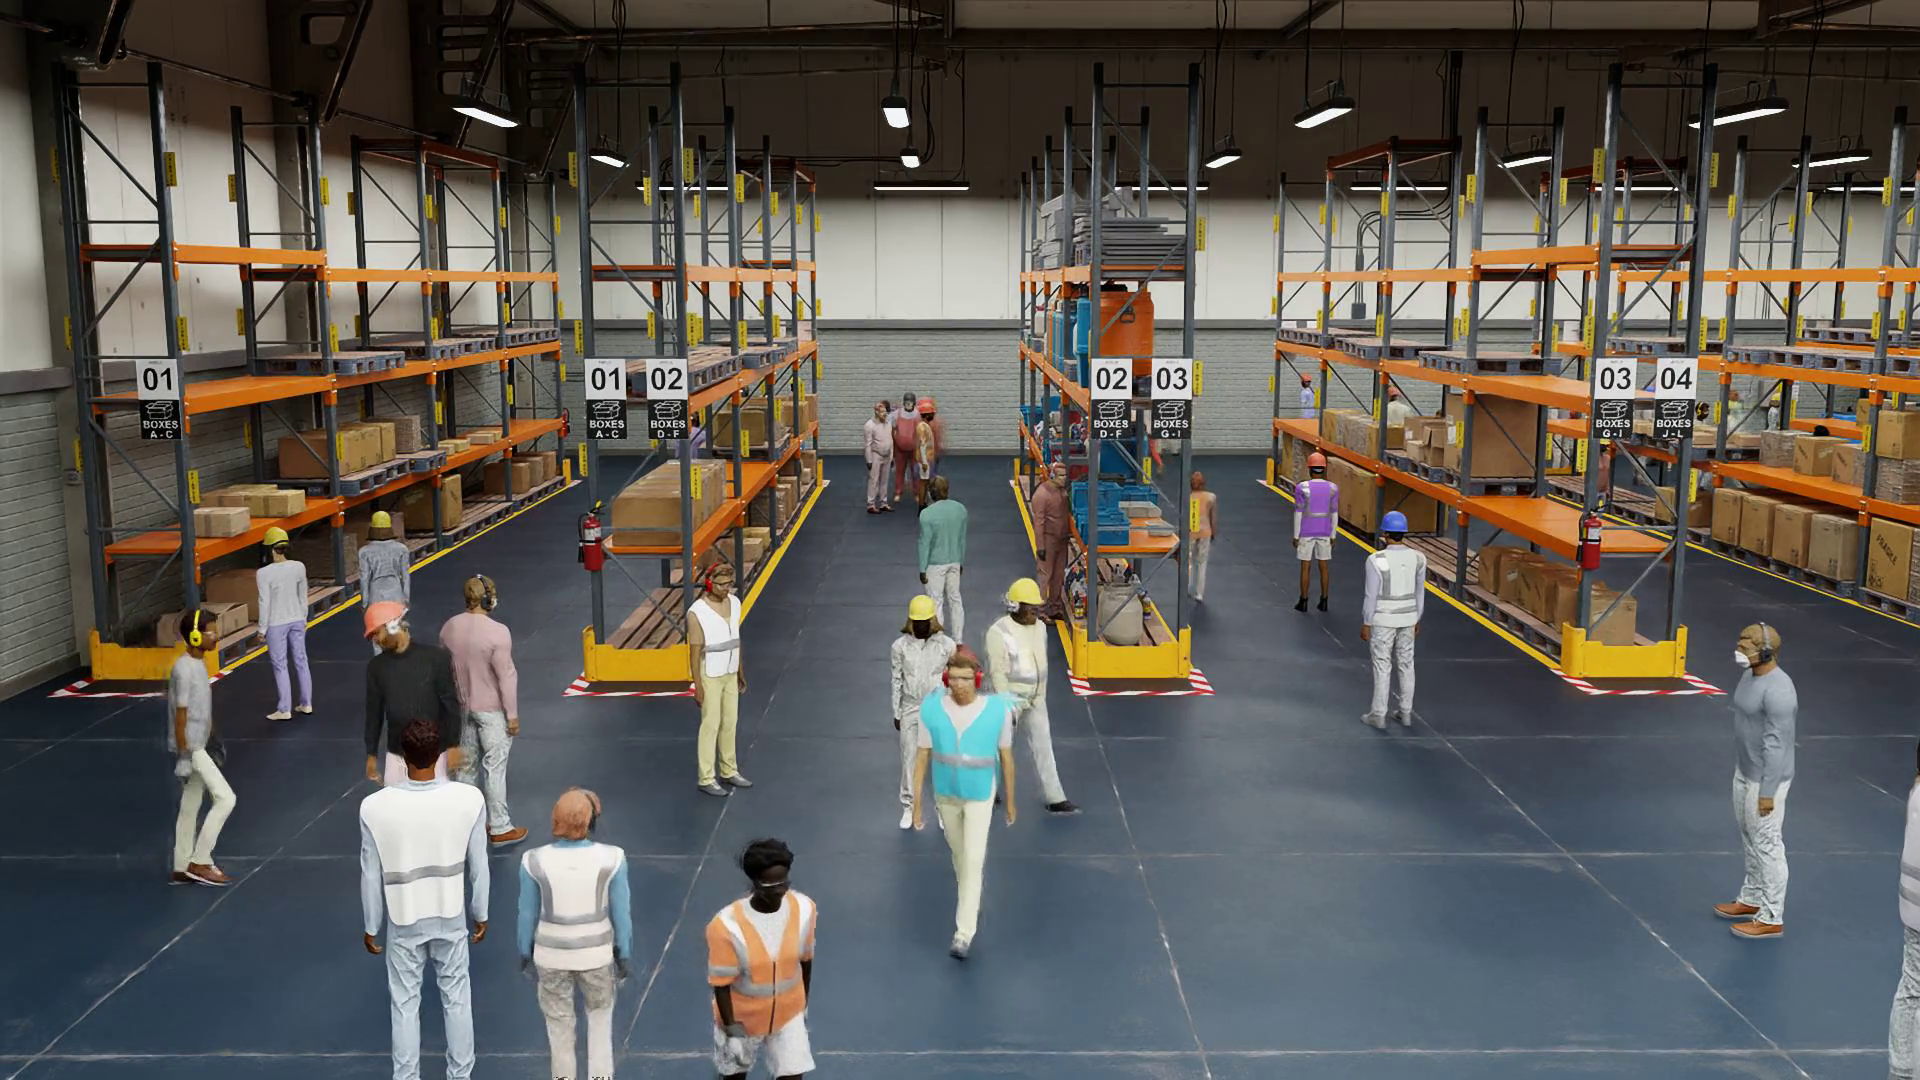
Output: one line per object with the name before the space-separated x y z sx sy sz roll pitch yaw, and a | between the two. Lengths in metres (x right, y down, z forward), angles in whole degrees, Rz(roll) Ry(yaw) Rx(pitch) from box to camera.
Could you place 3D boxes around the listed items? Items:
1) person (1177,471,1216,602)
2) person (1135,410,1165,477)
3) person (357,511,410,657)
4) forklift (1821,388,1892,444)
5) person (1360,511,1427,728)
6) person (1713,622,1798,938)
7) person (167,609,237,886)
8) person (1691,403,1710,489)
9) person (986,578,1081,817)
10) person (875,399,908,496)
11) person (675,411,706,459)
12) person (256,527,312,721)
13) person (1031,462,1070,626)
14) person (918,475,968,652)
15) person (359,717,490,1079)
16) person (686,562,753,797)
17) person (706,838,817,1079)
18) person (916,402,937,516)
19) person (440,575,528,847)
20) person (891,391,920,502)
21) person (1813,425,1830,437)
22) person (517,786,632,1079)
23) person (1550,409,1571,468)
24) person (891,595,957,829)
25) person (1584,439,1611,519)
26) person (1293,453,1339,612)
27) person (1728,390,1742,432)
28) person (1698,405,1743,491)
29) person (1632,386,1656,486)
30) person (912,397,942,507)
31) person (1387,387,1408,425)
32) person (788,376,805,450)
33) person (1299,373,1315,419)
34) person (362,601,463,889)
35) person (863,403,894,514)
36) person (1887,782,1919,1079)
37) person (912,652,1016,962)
person | 2.956 -0.057 20.877 0.521 1.618 0.642 0 9 -2
person | 3.823 -2.238 33.820 0.609 1.967 0.864 -6 10 -32
person | -5.649 0.584 16.337 0.487 1.744 0.312 -5 10 -29
forklift | 20.072 -3.110 36.462 1.873 2.768 1.129 0 9 0
person | 3.864 0.711 14.866 0.611 1.947 0.388 -3 9 -18
person | 4.882 1.455 10.163 0.380 1.931 0.624 1 9 8
person | -5.003 1.378 10.948 0.554 1.844 0.504 -3 9 -21
person | 13.049 -1.503 29.414 0.499 1.861 0.327 -9 12 -44
person | 0.469 1.172 12.435 0.587 1.784 0.901 -7 11 -37
person | -1.325 -1.717 30.920 0.652 1.813 0.683 7 12 40
person | -4.247 -1.104 26.574 0.635 1.937 0.353 4 10 27
person | -6.173 0.760 15.137 0.327 1.767 0.533 5 10 28
person | 1.096 0.038 19.376 0.400 1.900 0.647 6 11 34
person | -0.190 0.270 17.769 0.630 1.933 0.364 -7 11 -38
person | -2.557 1.801 7.996 0.592 1.912 0.386 -4 10 -25
person | -1.897 1.072 12.928 0.401 1.831 0.572 5 10 30
person | -0.863 2.053 7.214 0.524 1.644 0.842 -4 10 -26
person | -0.562 -1.373 28.302 0.355 1.939 0.552 1 9 6
person | -3.367 1.201 11.750 0.630 1.940 0.372 5 10 27
person | -0.922 -1.686 29.991 0.672 2.000 0.536 0 9 3
person | 13.731 -0.990 26.609 0.320 1.698 0.531 4 10 22
person | -1.814 1.969 7.822 0.531 1.626 0.396 -2 9 -12
person | 12.171 -2.220 33.719 0.613 1.947 0.388 -5 10 -30
person | -0.261 1.250 12.087 0.485 1.736 0.322 0 9 1
person | 9.421 -0.707 24.578 0.527 1.768 0.314 -5 10 -31
person | 4.285 -0.092 20.102 0.539 1.929 0.382 -1 9 -8
person | 16.817 -2.462 36.279 0.280 1.636 0.500 -6 11 -33
person | 14.242 -1.720 31.048 0.587 1.789 0.974 -6 11 -34
person | 13.385 -2.031 32.508 0.406 1.948 0.605 1 9 7
person | -0.589 -1.538 29.254 0.656 1.966 0.480 6 11 33
person | 8.373 -1.991 32.248 0.663 1.946 0.921 0 9 -1
person | -3.583 -2.636 36.465 0.369 1.927 0.587 3 9 16
person | 7.773 -2.776 37.372 0.396 1.931 0.546 7 11 36
person | -3.521 1.351 10.789 0.669 1.943 0.431 1 9 7
person | -1.370 -1.405 28.648 0.399 1.899 0.647 7 11 39
person | 4.675 1.796 7.886 0.399 1.945 0.615 2 9 10
person | 0.005 1.557 9.892 0.594 1.794 0.979 2 9 14
